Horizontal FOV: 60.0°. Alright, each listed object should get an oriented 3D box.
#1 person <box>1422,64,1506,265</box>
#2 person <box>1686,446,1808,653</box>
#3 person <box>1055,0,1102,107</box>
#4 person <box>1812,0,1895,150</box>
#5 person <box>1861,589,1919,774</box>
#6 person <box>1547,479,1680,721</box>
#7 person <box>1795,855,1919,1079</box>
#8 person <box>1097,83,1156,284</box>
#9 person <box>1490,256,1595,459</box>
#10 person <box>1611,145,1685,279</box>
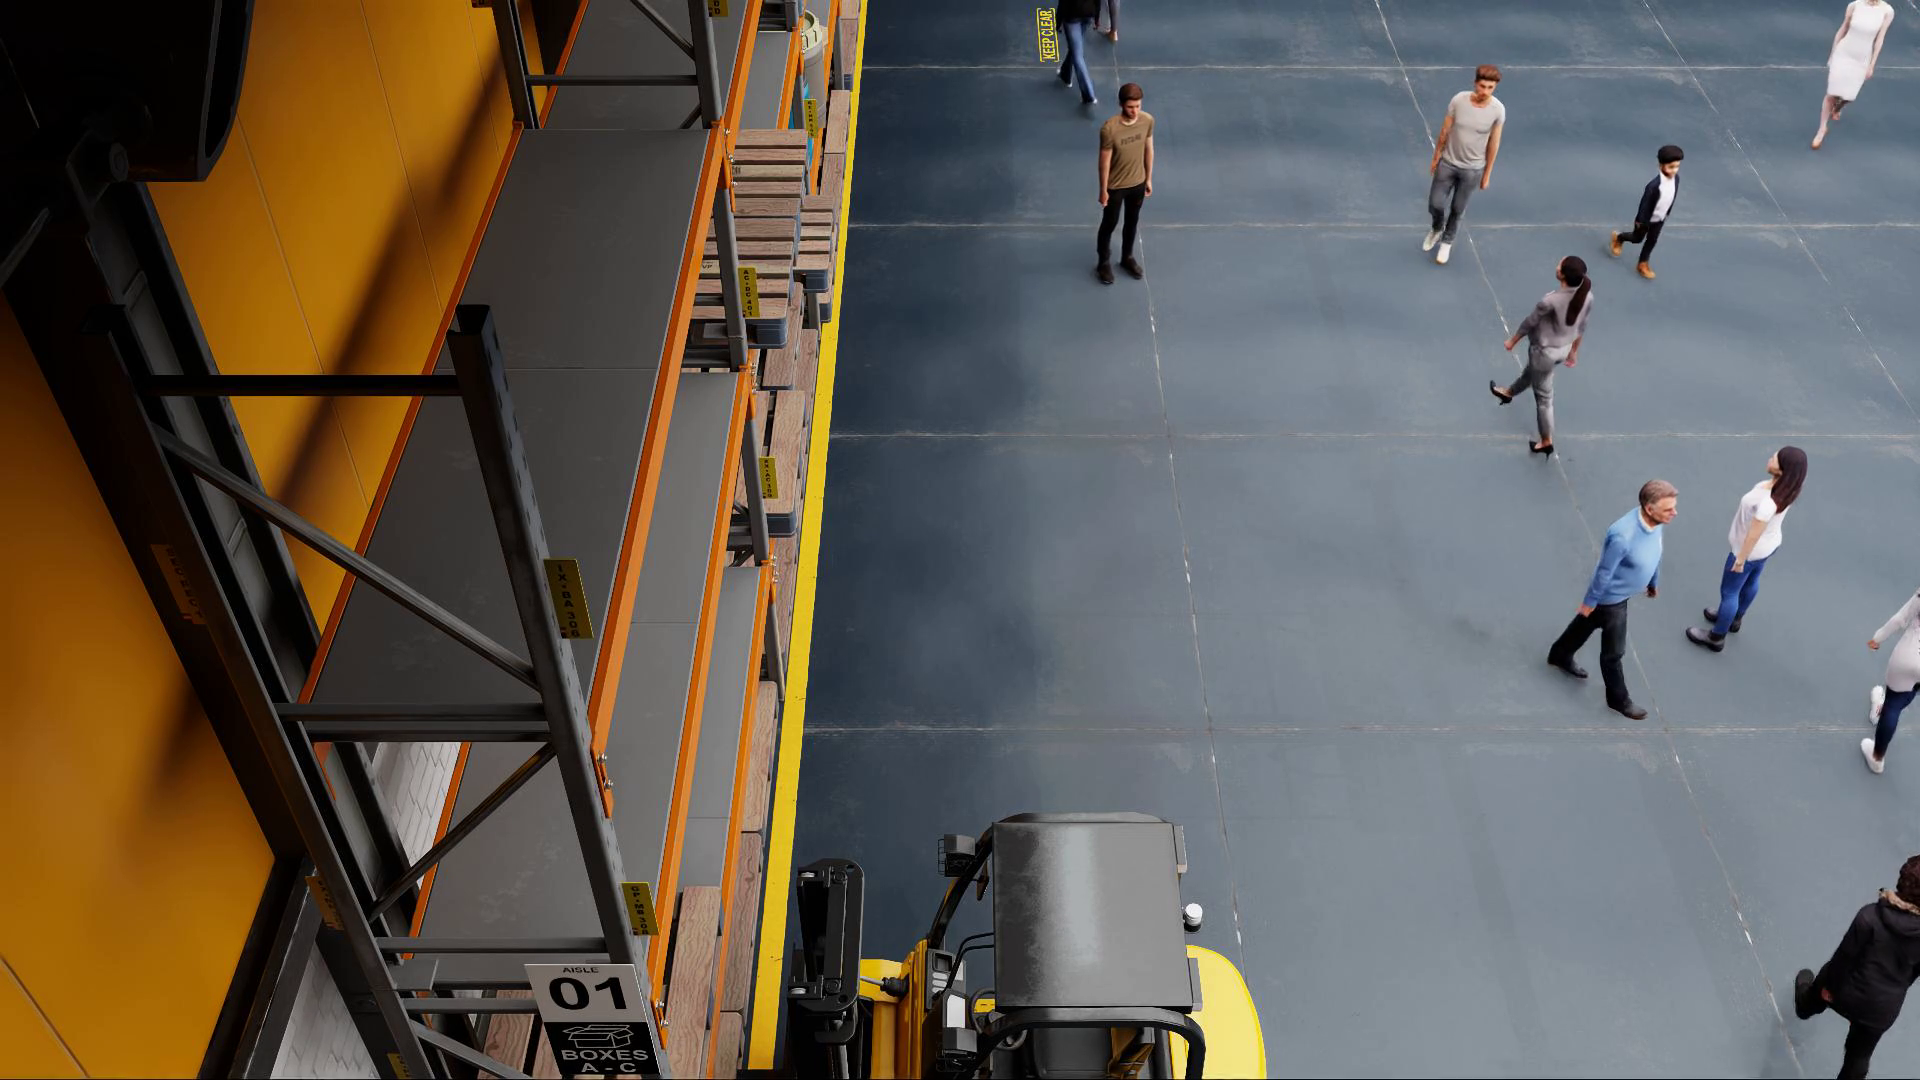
[{"bbox_3d":[4.343,-3.278,14.321,0.789,1.878,0.795,17,46,17],"label":"person"},{"bbox_3d":[5.236,0.059,10.961,0.667,1.680,0.722,-33,52,-29],"label":"person"},{"bbox_3d":[1.196,-5.094,16.345,0.911,1.715,1.208,-17,46,-17],"label":"person"},{"bbox_3d":[8.451,-4.550,15.728,0.793,1.778,0.889,24,49,23],"label":"person"},{"bbox_3d":[5.887,0.778,10.149,0.739,1.761,0.948,8,44,8],"label":"person"},{"bbox_3d":[4.133,0.256,10.675,1.063,1.791,1.127,-34,53,-30],"label":"person"},{"bbox_3d":[4.630,2.367,8.516,0.837,1.713,1.220,9,44,9],"label":"person"},{"bbox_3d":[1.386,-3.045,14.097,0.738,1.850,0.713,-17,46,-18],"label":"person"},{"bbox_3d":[4.442,-1.319,12.448,0.917,1.625,1.184,-17,46,-17],"label":"person"},{"bbox_3d":[5.961,-2.876,14.380,0.680,1.215,0.831,-17,46,-17],"label":"person"}]
